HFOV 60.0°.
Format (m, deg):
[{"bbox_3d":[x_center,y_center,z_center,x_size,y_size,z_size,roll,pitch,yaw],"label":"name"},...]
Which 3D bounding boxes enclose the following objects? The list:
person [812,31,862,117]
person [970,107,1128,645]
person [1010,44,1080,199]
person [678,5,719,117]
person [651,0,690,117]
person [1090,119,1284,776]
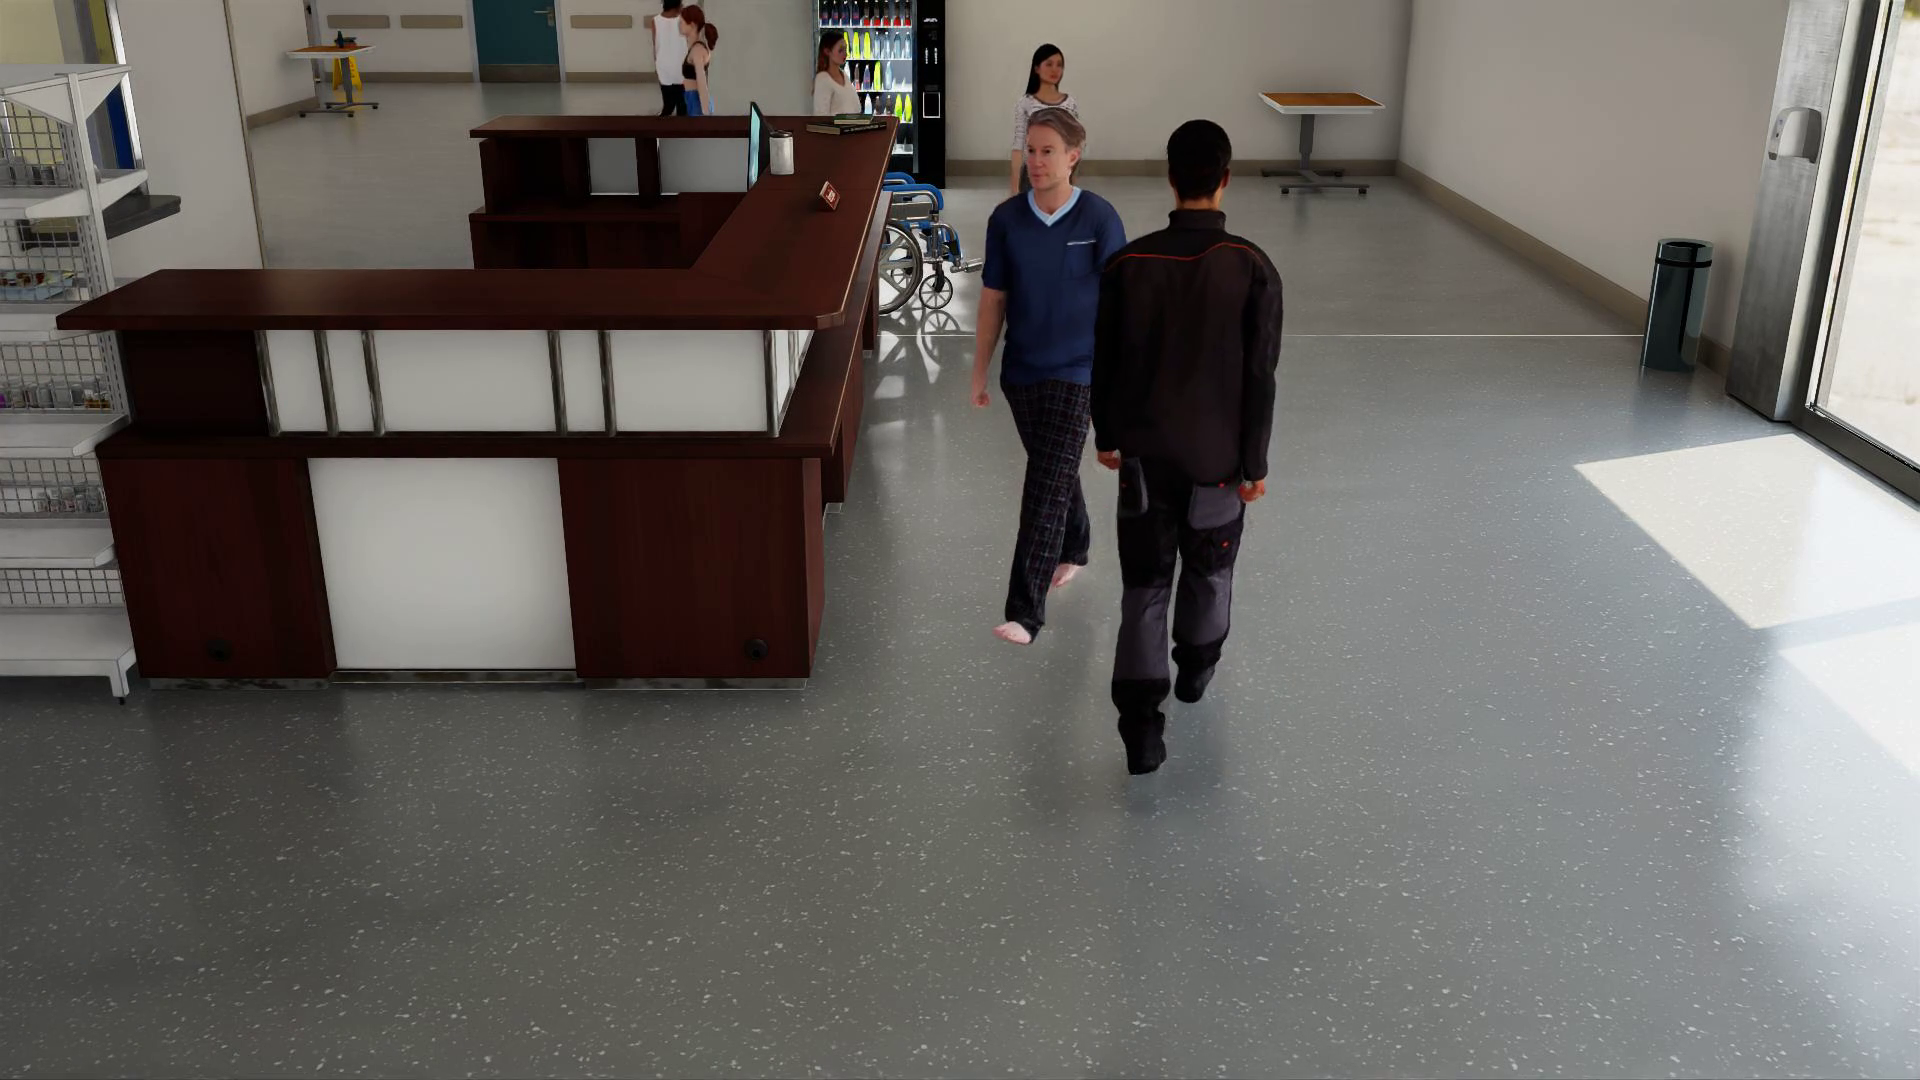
[{"bbox_3d":[-0.969,-2.802,12.039,0.836,1.680,0.767,8,22,21],"label":"person"},{"bbox_3d":[0.356,-0.582,5.994,1.242,1.811,1.083,10,23,24],"label":"person"},{"bbox_3d":[0.498,-2.214,10.426,0.914,1.723,0.838,-7,22,-17],"label":"person"},{"bbox_3d":[-2.026,-3.412,13.530,1.057,1.765,0.560,-1,21,-2],"label":"person"},{"bbox_3d":[-3.188,-5.265,18.551,0.751,1.674,0.813,5,21,13],"label":"person"},{"bbox_3d":[0.639,-0.219,4.912,1.227,1.899,0.975,5,21,13],"label":"person"}]
